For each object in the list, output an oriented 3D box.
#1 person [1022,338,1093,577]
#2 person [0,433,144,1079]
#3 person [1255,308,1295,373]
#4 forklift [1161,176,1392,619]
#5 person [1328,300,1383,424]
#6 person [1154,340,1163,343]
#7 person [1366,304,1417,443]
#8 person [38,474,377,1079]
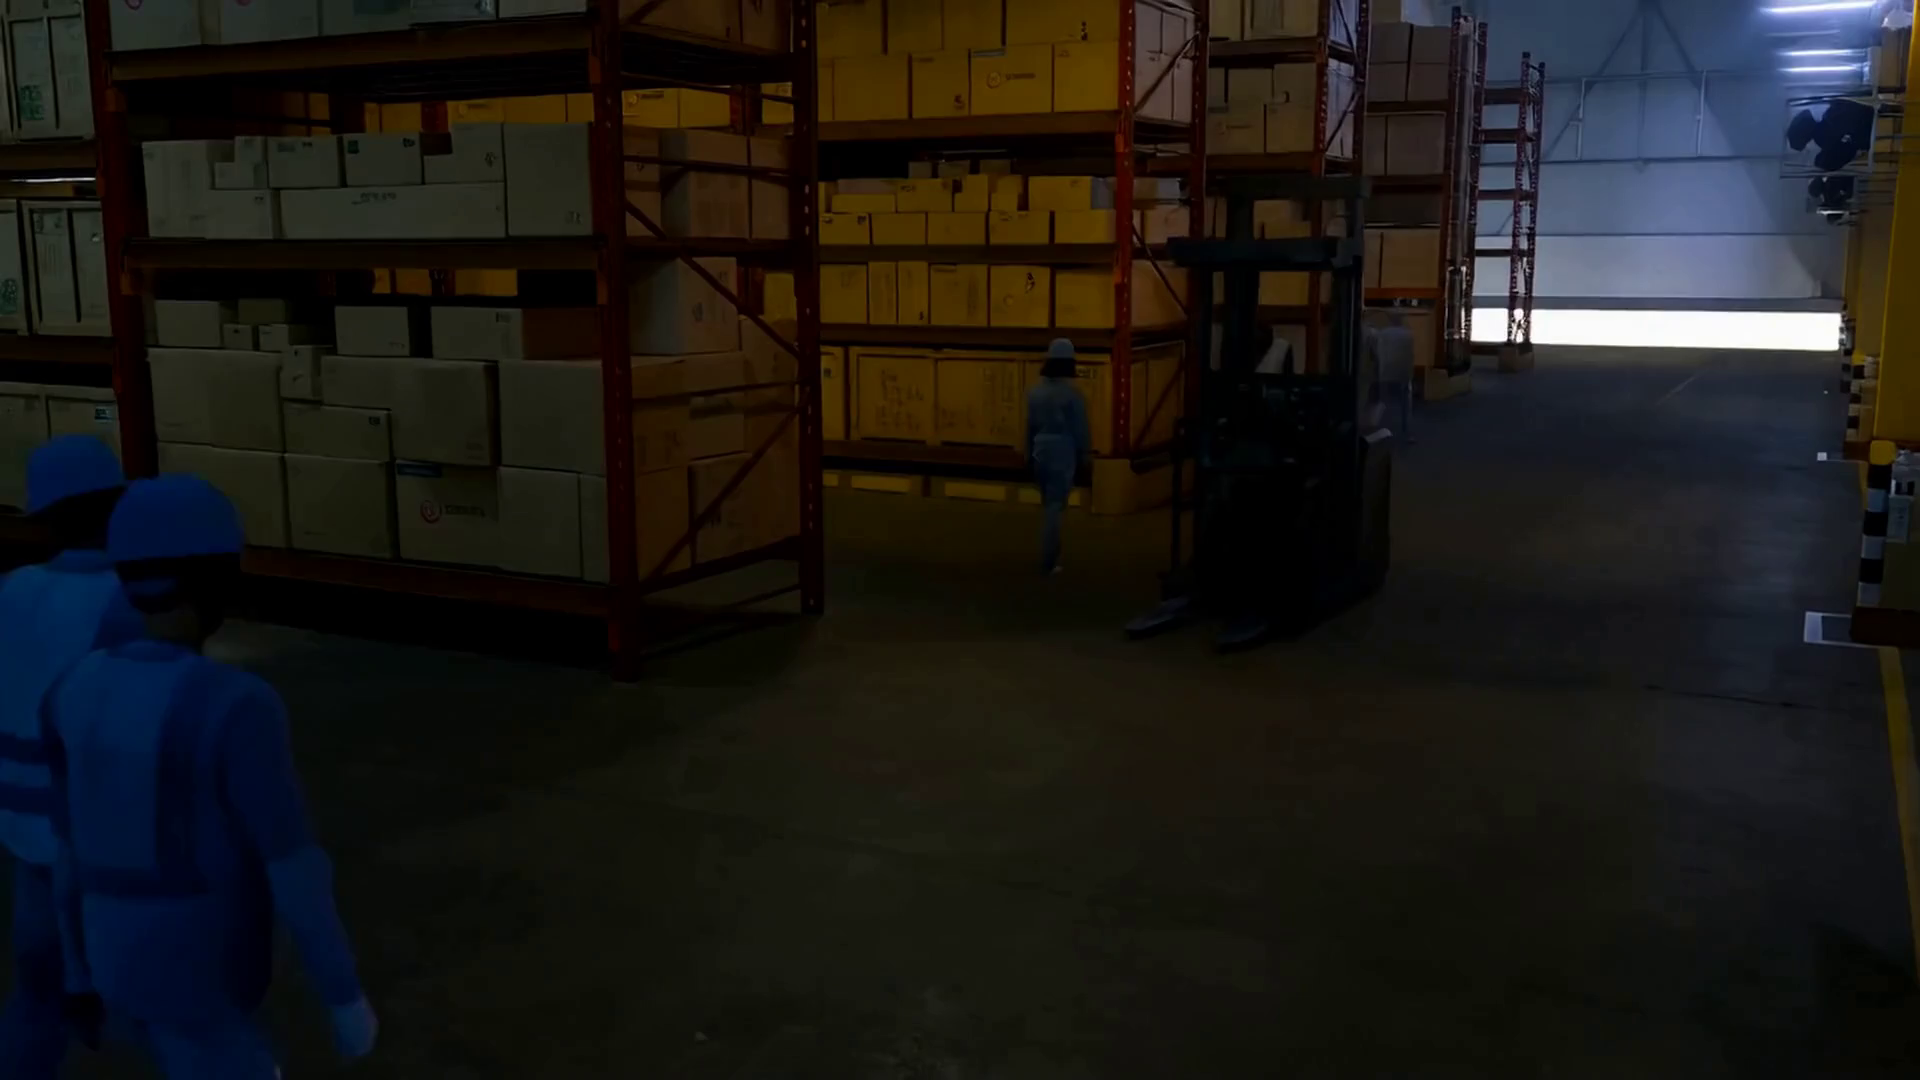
[{"bbox_3d":[0.741,-0.613,12.162,0.504,1.711,0.769,5,11,28],"label":"person"},{"bbox_3d":[-2.097,0.713,4.007,0.645,1.920,0.773,3,10,17],"label":"person"},{"bbox_3d":[2.874,-1.306,15.903,0.633,1.823,0.737,3,10,18],"label":"person"},{"bbox_3d":[2.241,-1.041,11.273,1.129,2.768,1.873,5,11,27],"label":"forklift"},{"bbox_3d":[4.668,-1.946,19.580,0.624,1.815,0.535,4,11,21],"label":"person"},{"bbox_3d":[2.282,-1.906,19.882,0.371,1.627,0.543,3,10,14],"label":"person"},{"bbox_3d":[5.283,-2.028,20.381,0.761,1.715,0.575,-9,13,-41],"label":"person"},{"bbox_3d":[-1.462,0.831,3.244,0.607,1.909,0.467,6,11,30],"label":"person"}]
